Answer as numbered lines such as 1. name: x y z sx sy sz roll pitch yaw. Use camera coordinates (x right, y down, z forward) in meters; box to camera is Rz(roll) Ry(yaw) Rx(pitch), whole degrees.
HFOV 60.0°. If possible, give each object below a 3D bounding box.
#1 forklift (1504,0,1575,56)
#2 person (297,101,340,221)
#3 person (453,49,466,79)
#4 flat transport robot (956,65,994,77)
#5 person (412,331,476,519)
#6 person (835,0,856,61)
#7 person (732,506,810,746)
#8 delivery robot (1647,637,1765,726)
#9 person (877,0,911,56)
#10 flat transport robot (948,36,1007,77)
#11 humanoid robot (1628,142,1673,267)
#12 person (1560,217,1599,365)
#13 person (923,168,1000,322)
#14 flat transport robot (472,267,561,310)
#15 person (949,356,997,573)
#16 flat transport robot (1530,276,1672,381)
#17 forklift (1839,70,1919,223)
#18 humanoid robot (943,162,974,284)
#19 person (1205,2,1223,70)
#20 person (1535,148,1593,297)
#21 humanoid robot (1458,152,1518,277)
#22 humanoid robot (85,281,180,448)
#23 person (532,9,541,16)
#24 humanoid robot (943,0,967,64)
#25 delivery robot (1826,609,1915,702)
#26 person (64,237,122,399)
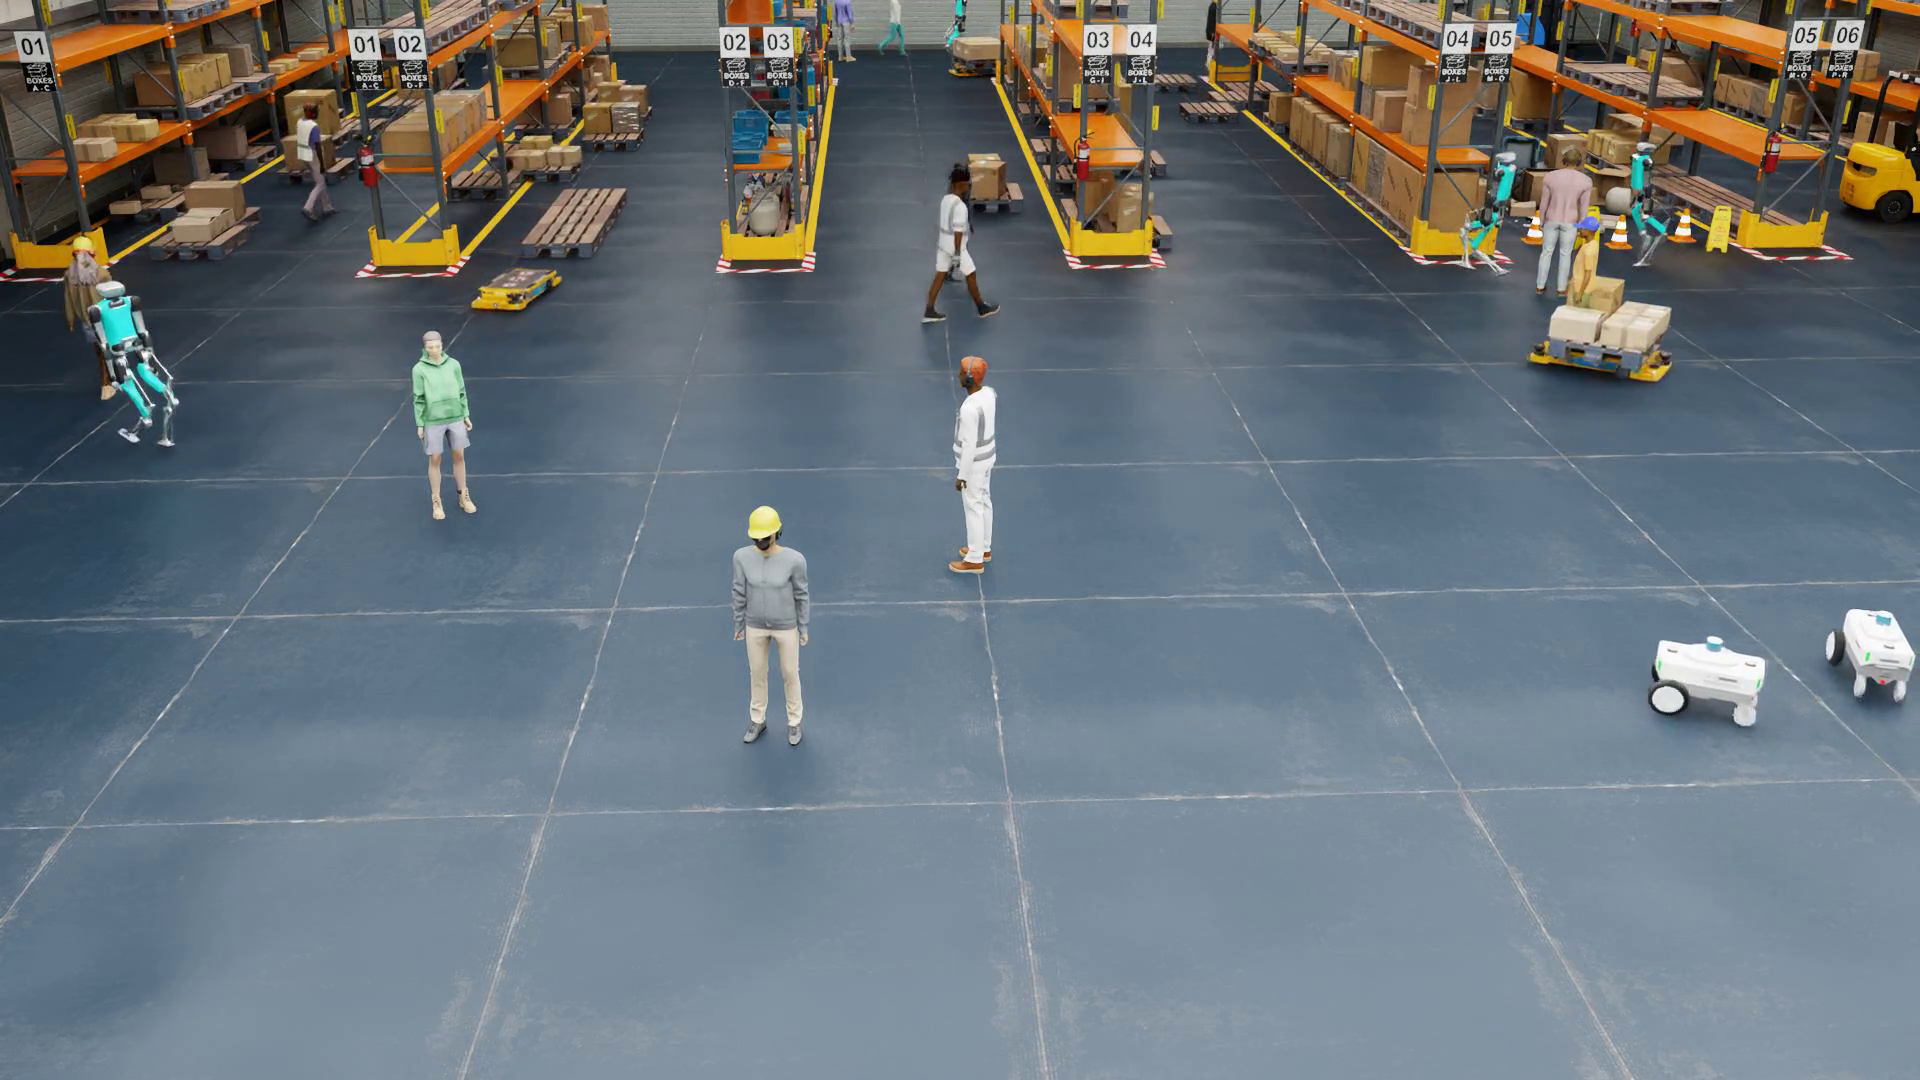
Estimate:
1. forklift: 14.700 -13.805 42.301 1.873 2.768 1.129 -1 24 -2
2. person: -10.072 -5.884 25.805 0.633 1.812 0.765 20 31 38
3. person: -11.444 -11.075 37.647 0.547 1.665 0.579 -8 25 -18
4. flat transport robot: 0.565 -11.289 39.839 1.431 0.231 0.659 -17 29 -34
5. person: -4.669 -1.053 15.026 0.482 1.741 0.318 -14 28 -29
6. person: -2.892 -12.891 41.556 0.584 1.800 0.396 17 29 33
7. person: -1.285 0.588 11.310 0.532 1.767 0.320 3 24 7
8. delivery robot: 5.354 0.969 11.914 0.747 0.570 0.499 10 26 22
9. person: -1.697 -13.188 42.315 0.792 1.724 0.512 2 24 5
10. flat transport robot: 0.500 -11.233 39.714 1.431 0.231 0.659 -8 25 -17
11. humanoid robot: 9.557 -4.538 22.993 0.750 1.894 0.538 -1 24 -3
12. person: 7.123 -2.869 19.136 0.352 1.717 0.455 8 25 17
13. person: -0.023 -3.671 20.716 1.019 1.901 0.615 -12 27 -25
14. flat transport robot: -5.837 -3.318 21.928 0.659 0.231 1.431 4 24 8
15. person: 0.110 -0.633 13.912 0.356 1.882 0.574 8 25 17
16. flat transport robot: 7.406 -2.109 19.211 1.431 0.231 0.659 15 28 30
17. forklift: 15.132 -6.143 25.915 2.313 2.155 1.214 -1 24 -2
18. humanoid robot: -0.058 -4.268 22.345 0.394 1.642 0.602 16 29 32
19. person: 6.140 -12.237 40.029 0.449 1.843 0.568 3 24 6
20. person: 7.876 -4.150 21.766 0.621 1.932 0.369 10 26 22
21. humanoid robot: 7.117 -4.411 22.564 1.033 1.728 0.530 20 31 38
22. humanoid robot: -8.083 -1.663 16.399 0.978 1.732 0.540 15 28 30
23. person: -10.396 -12.639 40.913 0.508 1.863 0.372 22 32 40
24. humanoid robot: -0.169 -12.587 40.899 0.678 1.753 0.540 -9 26 -19
25. delivery robot: 6.774 0.803 12.293 0.499 0.576 0.757 6 25 14
26. person: -9.441 -2.484 18.262 0.578 1.718 0.880 -3 24 -6
